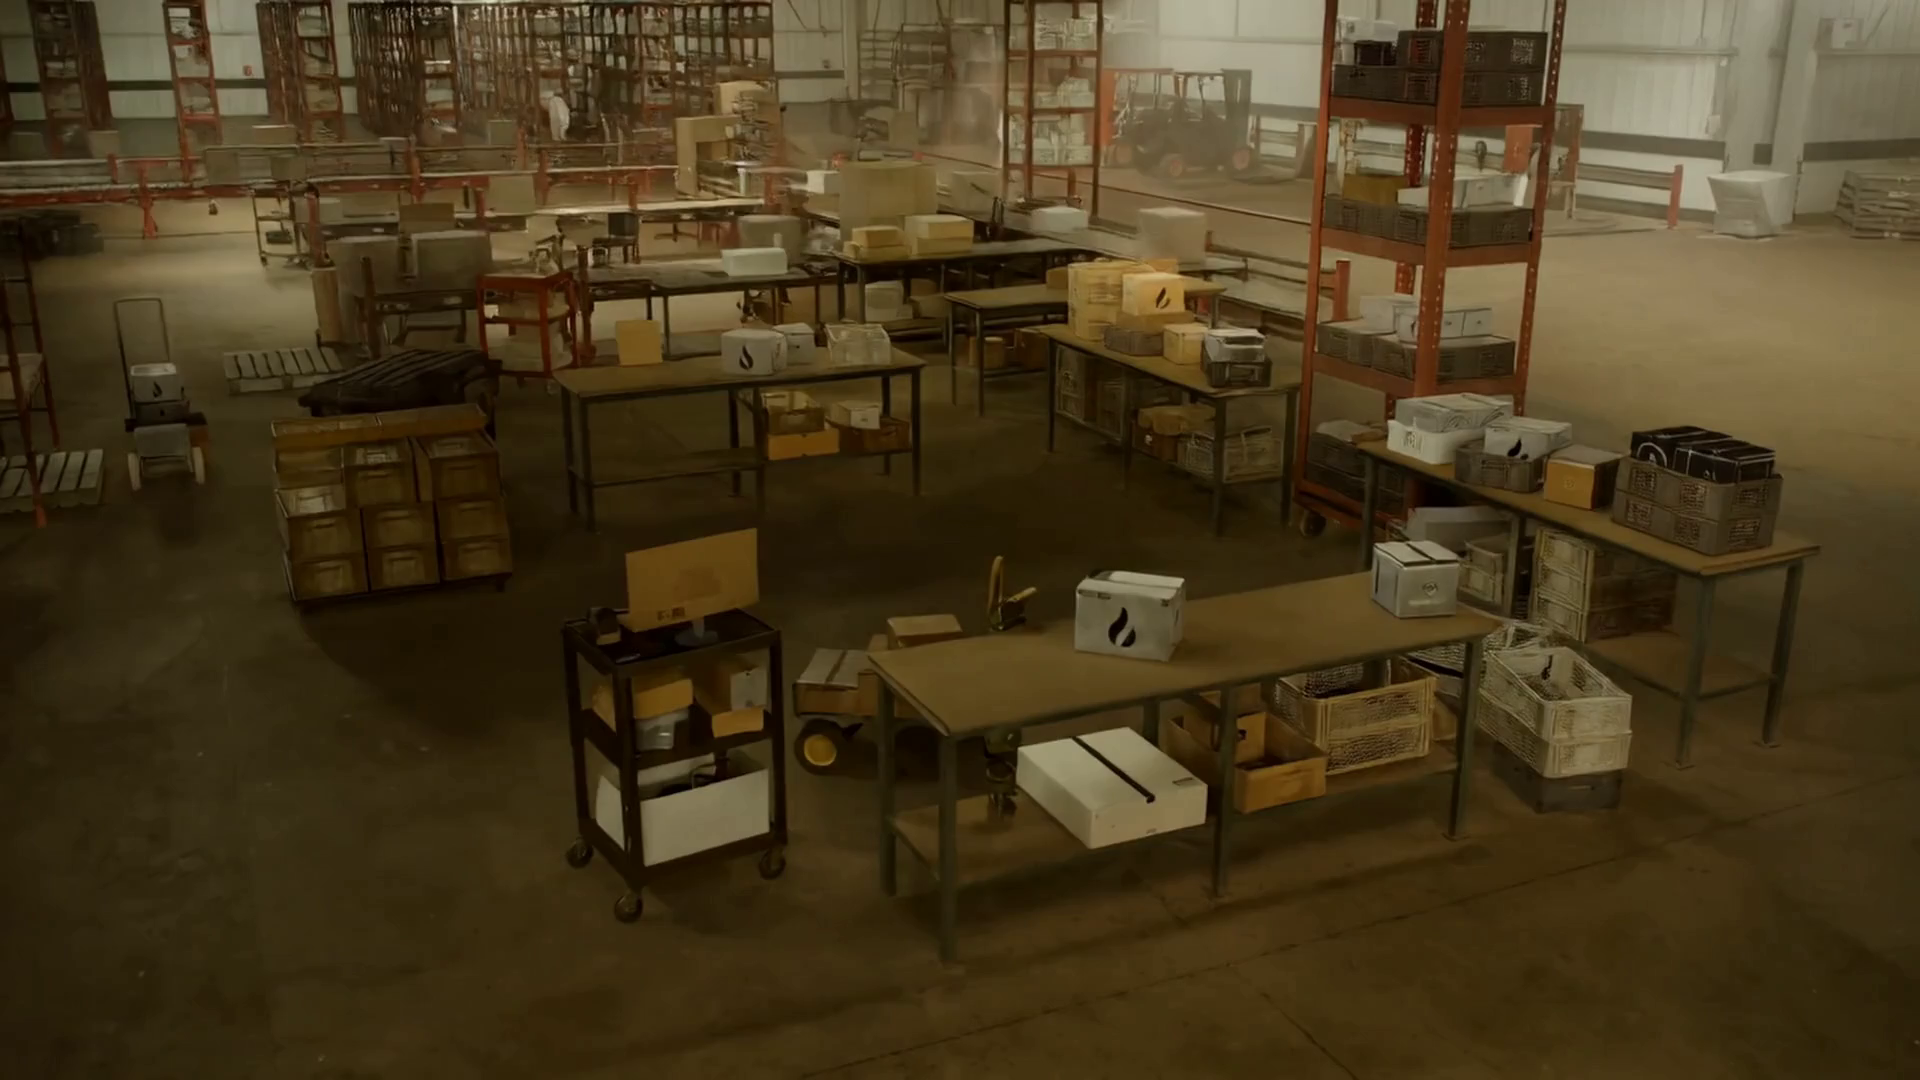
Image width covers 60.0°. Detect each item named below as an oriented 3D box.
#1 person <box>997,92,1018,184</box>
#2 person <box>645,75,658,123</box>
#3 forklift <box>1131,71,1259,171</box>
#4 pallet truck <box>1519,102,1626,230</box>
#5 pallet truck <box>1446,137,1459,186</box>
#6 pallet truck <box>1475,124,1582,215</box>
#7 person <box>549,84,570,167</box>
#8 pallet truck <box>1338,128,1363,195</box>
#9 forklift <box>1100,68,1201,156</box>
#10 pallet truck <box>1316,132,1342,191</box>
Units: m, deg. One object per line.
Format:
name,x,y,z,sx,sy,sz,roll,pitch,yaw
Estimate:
person,0.964,-8.139,33.681,0.403,1.828,0.593,4,18,12
person,-8.518,-12.086,46.120,0.443,1.830,0.562,-13,22,-35
forklift,4.998,-8.936,35.413,2.680,1.987,1.157,-9,20,-25
pallet truck,9.972,-6.037,26.785,1.885,1.965,0.823,-9,20,-25
pallet truck,9.184,-6.485,29.328,1.630,1.274,0.653,-8,19,-23
pallet truck,9.707,-6.455,28.103,1.885,1.965,0.823,-7,19,-20
person,-8.524,-8.751,35.492,0.407,1.903,0.639,-3,18,-10
pallet truck,7.845,-7.140,31.411,1.522,1.261,0.704,-9,20,-25
forklift,4.082,-9.564,37.410,2.680,1.987,1.157,-8,19,-23
pallet truck,7.723,-7.504,32.656,1.601,1.201,0.680,-8,19,-23
